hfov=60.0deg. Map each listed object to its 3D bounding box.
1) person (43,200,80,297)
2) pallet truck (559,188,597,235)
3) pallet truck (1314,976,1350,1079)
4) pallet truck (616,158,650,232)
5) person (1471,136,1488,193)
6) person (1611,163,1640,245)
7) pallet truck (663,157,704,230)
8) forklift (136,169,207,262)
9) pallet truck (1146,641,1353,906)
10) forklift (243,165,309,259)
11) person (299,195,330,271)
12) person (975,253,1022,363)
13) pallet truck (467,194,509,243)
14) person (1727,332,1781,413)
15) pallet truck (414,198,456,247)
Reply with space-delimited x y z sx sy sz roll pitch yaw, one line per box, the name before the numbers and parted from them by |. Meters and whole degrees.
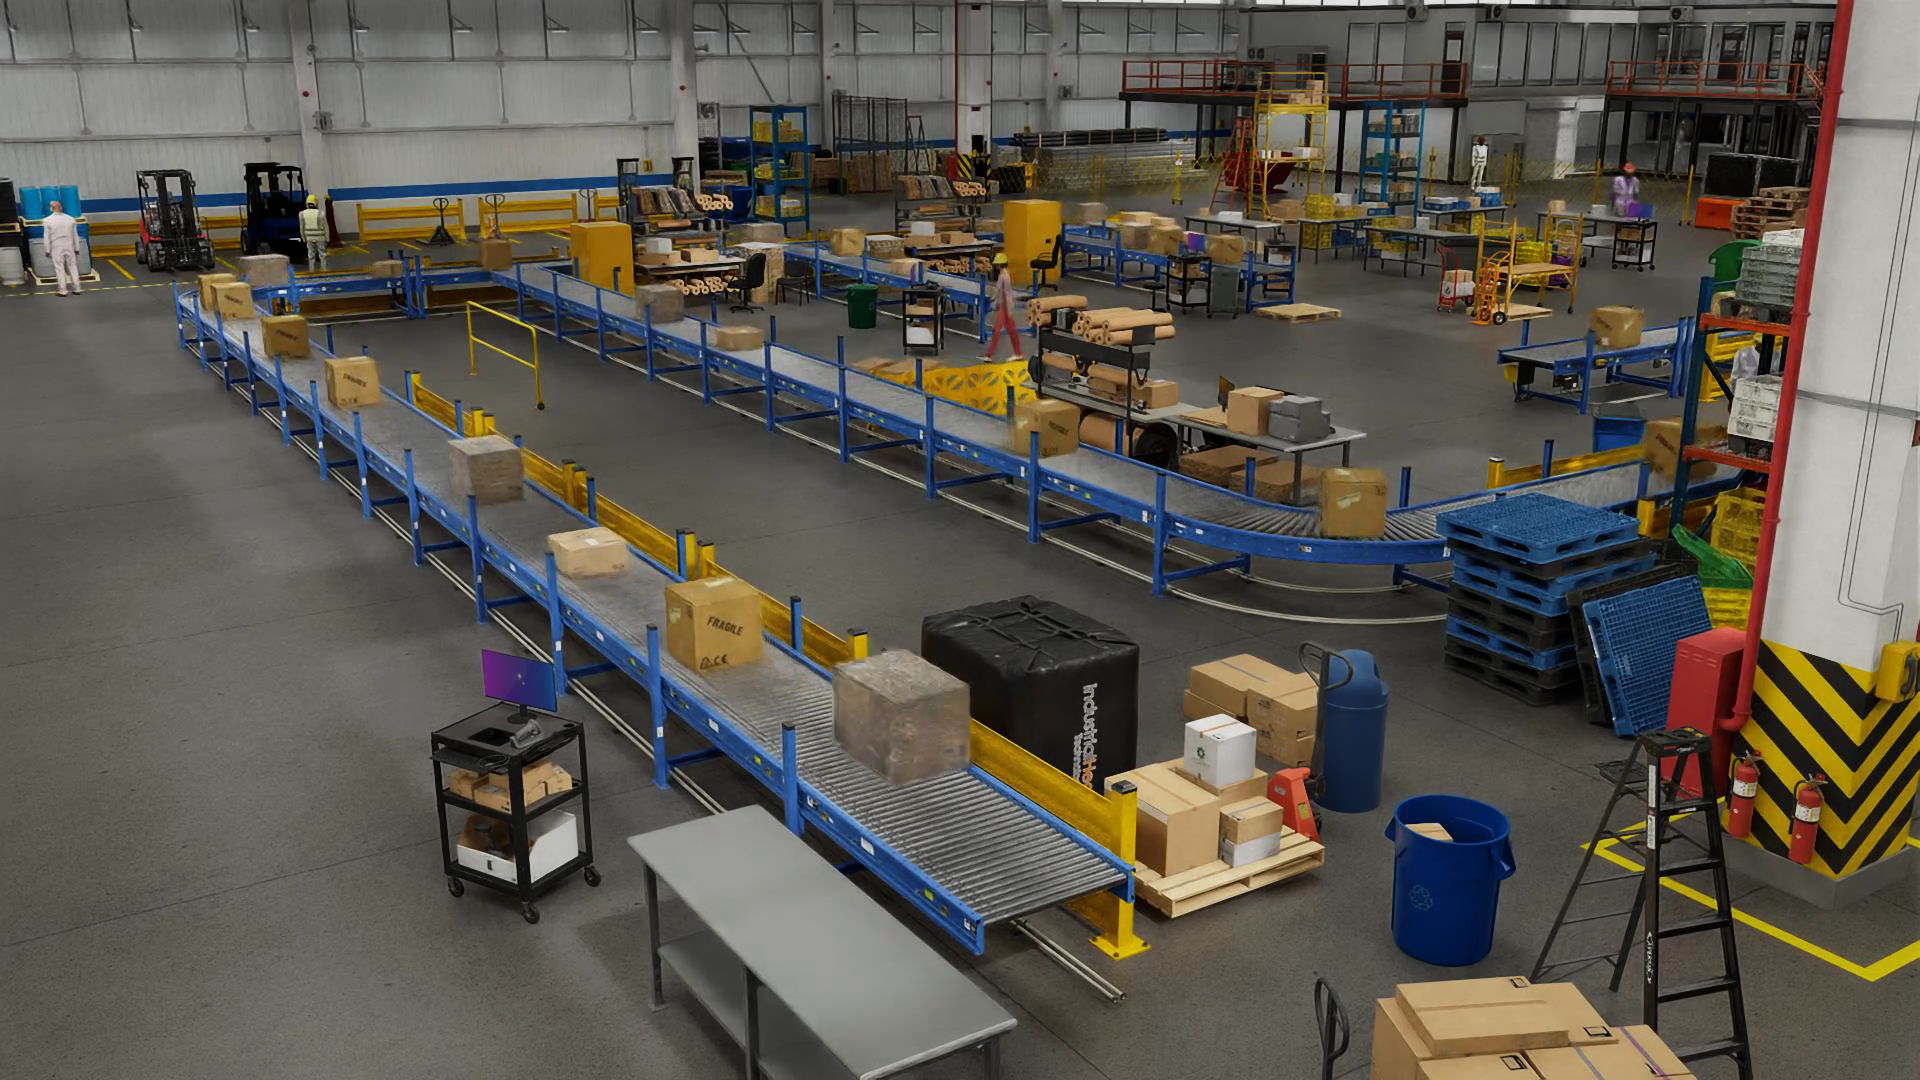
person | -17.985 -5.835 33.306 0.407 1.901 0.652 12 21 36
pallet truck | -10.010 -8.652 43.699 0.653 1.274 1.630 -10 20 -31
pallet truck | 2.299 2.390 7.086 1.601 1.201 0.680 -2 17 -7
pallet truck | -8.918 -9.176 44.255 0.823 1.965 1.885 -9 19 -27
person | 17.440 -12.610 55.875 0.583 1.882 0.350 -6 18 -18
person | 16.689 -8.402 41.645 0.624 2.004 0.965 1 17 4
pallet truck | -7.586 -9.308 44.692 0.823 1.965 1.885 -11 20 -33
forklift | -17.842 -7.318 37.559 1.157 1.987 2.680 -10 20 -31
pallet truck | 1.664 1.407 10.232 1.630 1.274 0.653 -10 20 -31
forklift | -15.898 -7.669 38.708 1.157 1.987 2.680 -11 20 -33
person | -13.646 -6.387 35.257 0.599 1.828 0.404 0 17 -1
person | 0.611 -3.673 26.398 0.856 1.725 0.550 -2 17 -6
pallet truck | -11.983 -8.177 42.137 0.704 1.261 1.522 -11 20 -33
person | 9.296 -1.637 19.463 0.586 1.825 0.403 7 18 22
pallet truck | -13.250 -8.060 41.856 0.680 1.201 1.601 -10 20 -31
